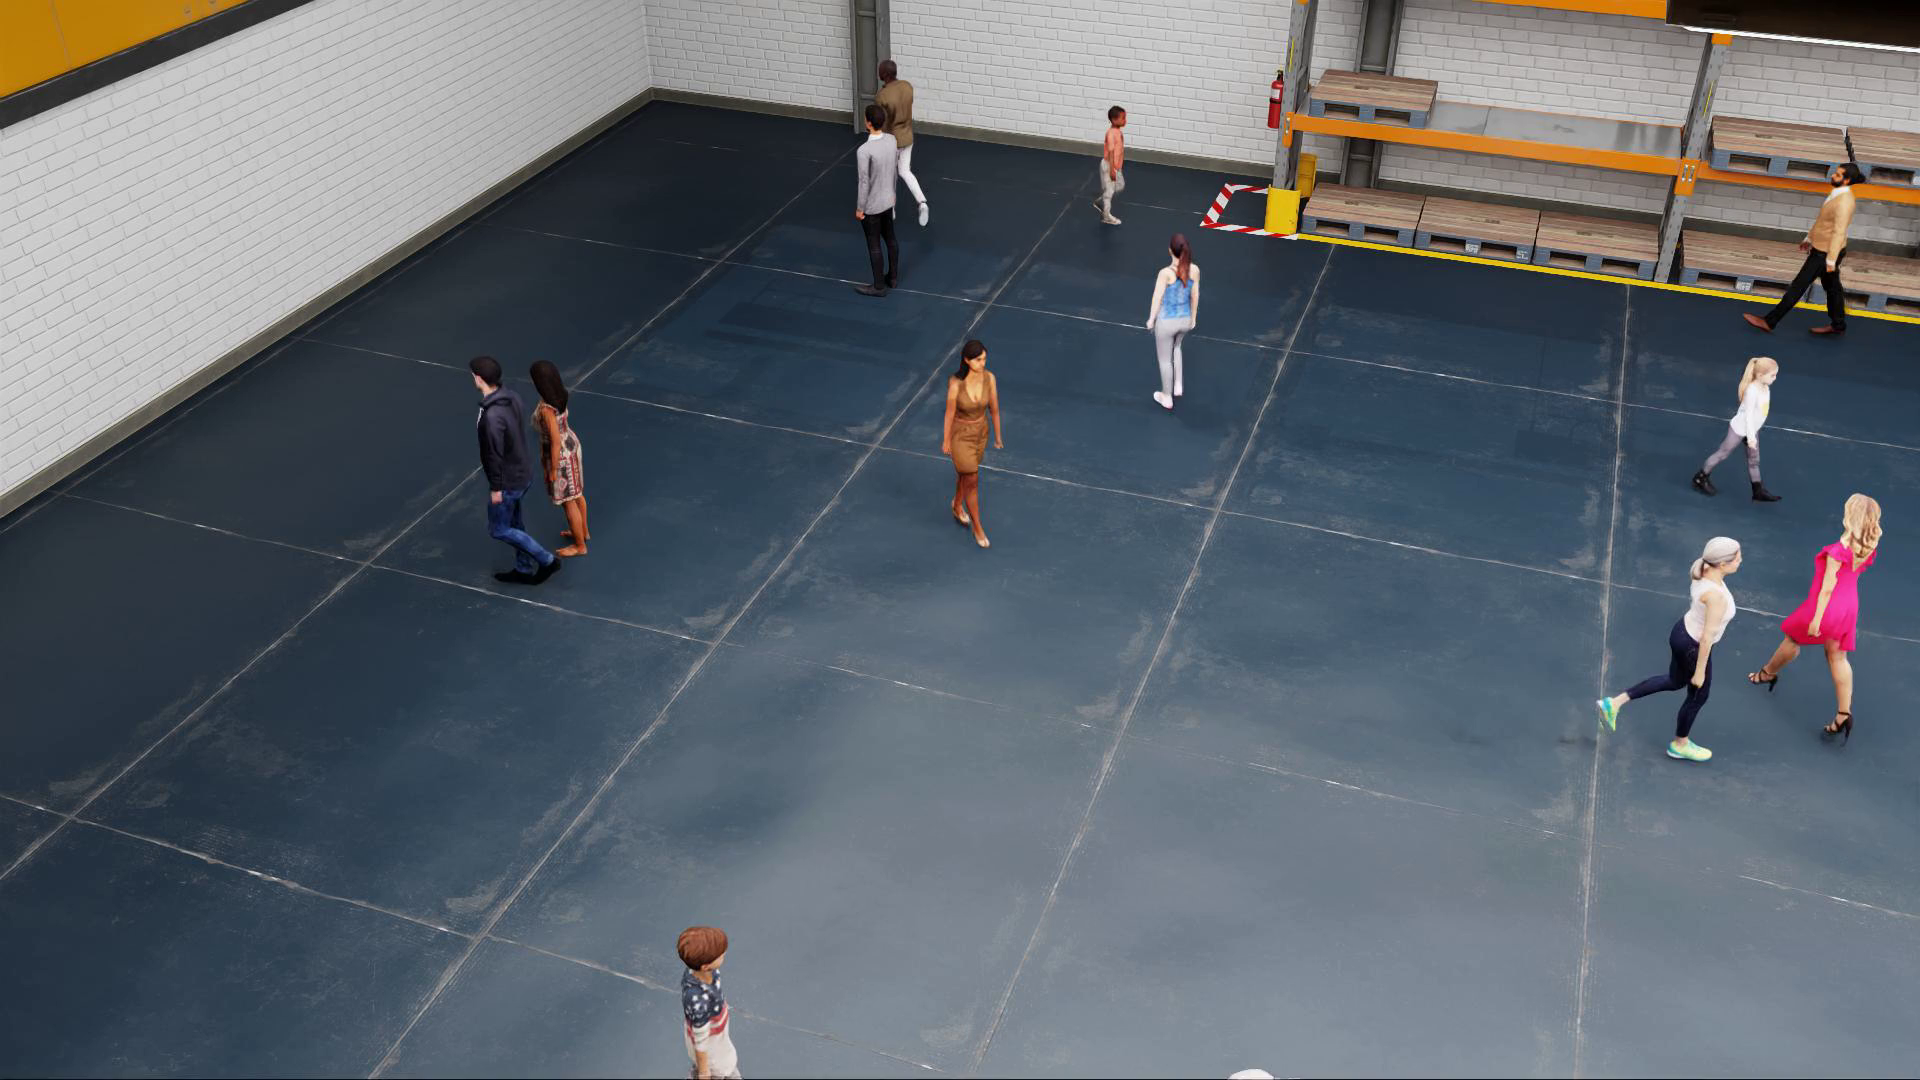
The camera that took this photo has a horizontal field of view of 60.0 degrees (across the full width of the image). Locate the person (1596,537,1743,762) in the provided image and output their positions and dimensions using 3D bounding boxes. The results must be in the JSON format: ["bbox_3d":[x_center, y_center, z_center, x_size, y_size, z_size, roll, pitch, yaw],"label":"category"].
[{"bbox_3d":[4.542,0.695,10.519,1.033,1.683,0.708,6,34,9],"label":"person"}]

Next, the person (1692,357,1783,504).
[{"bbox_3d":[6.198,-0.892,13.301,0.771,1.247,0.963,-26,42,-33],"label":"person"}]

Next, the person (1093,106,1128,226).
[{"bbox_3d":[1.584,-4.077,18.043,0.618,1.303,0.521,16,37,23],"label":"person"}]

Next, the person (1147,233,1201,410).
[{"bbox_3d":[1.886,-1.871,14.454,0.688,1.600,0.745,-16,37,-23],"label":"person"}]

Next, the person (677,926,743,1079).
[{"bbox_3d":[-1.285,2.446,8.121,0.897,1.421,0.790,-8,34,-11],"label":"person"}]

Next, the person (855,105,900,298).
[{"bbox_3d":[-0.807,-3.340,16.374,0.722,1.922,0.800,21,39,28],"label":"person"}]

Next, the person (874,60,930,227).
[{"bbox_3d":[-0.628,-4.226,17.821,1.017,1.796,1.165,-25,41,-33],"label":"person"}]

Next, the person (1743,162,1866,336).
[{"bbox_3d":[8.182,-2.667,15.552,1.162,1.711,0.696,14,36,19],"label":"person"}]

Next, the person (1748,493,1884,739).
[{"bbox_3d":[5.716,0.517,10.789,1.037,1.681,1.077,-13,36,-19],"label":"person"}]

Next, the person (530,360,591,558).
[{"bbox_3d":[-3.009,-0.629,12.548,0.656,1.643,0.715,0,34,0],"label":"person"}]

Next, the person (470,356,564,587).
[{"bbox_3d":[-3.193,-0.446,12.071,0.903,1.865,0.832,0,34,0],"label":"person"}]

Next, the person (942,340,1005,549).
[{"bbox_3d":[0.020,-0.808,12.799,0.852,1.663,0.959,-21,39,-29],"label":"person"}]
